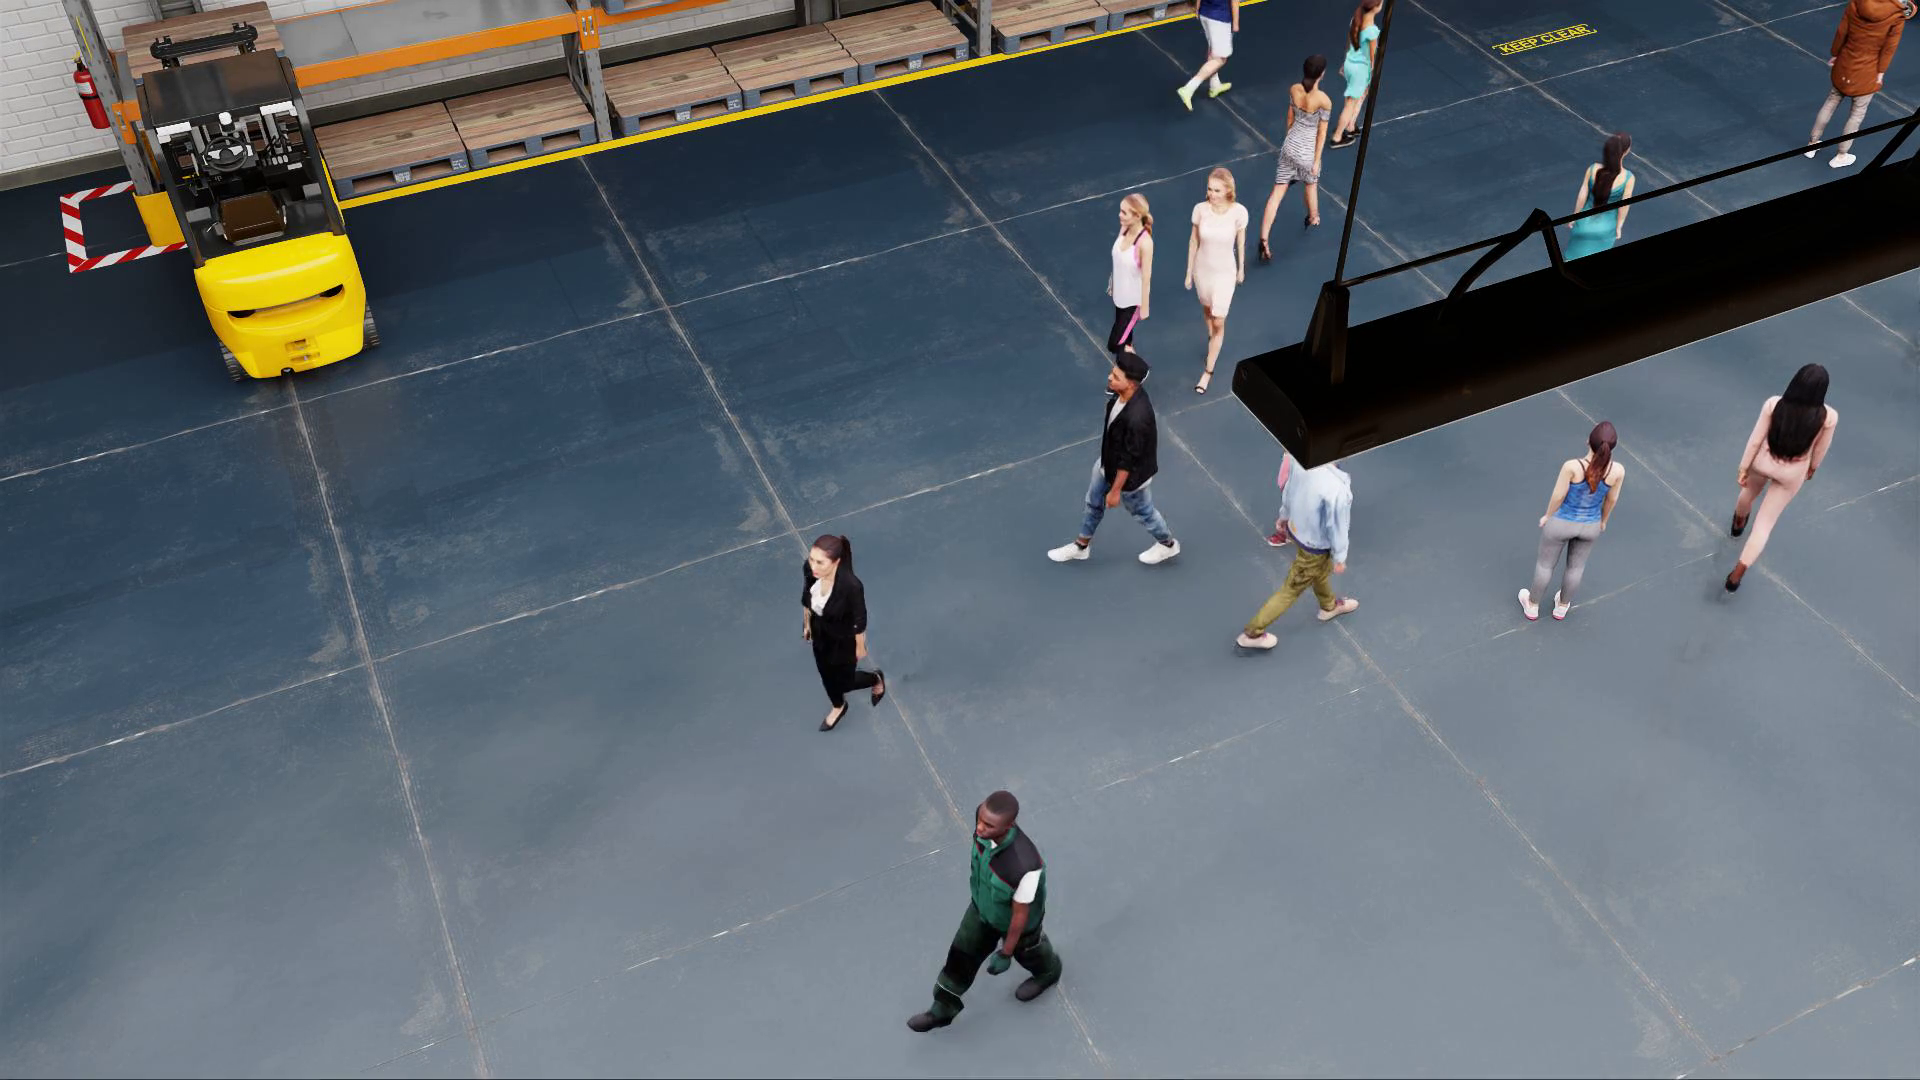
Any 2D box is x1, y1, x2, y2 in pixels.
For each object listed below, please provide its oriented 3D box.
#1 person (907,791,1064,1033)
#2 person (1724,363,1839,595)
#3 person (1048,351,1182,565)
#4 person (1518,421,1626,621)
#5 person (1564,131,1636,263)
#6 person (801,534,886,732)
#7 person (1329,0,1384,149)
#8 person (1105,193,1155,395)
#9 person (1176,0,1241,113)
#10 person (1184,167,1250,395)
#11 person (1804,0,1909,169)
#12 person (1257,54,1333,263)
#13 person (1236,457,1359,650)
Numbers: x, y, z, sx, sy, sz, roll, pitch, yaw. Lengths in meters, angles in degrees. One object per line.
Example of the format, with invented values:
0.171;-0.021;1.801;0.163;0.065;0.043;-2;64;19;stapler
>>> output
0.321;1.875;8.571;1.201;1.784;0.813;-25;49;-24;person
5.397;-0.385;11.020;1.037;1.679;1.249;23;48;23;person
1.198;-0.485;11.059;1.242;1.769;0.924;-6;44;-6;person
3.980;-0.117;10.789;0.617;1.609;0.717;3;44;3;person
5.044;-2.479;13.209;0.622;1.692;0.647;22;48;21;person
-0.691;0.528;10.084;0.748;1.648;0.838;30;51;28;person
3.580;-4.279;15.204;0.624;1.546;0.554;-15;46;-15;person
1.355;-1.815;12.452;0.649;1.773;0.651;-14;45;-14;person
2.376;-4.916;15.674;1.113;1.819;0.776;-28;50;-26;person
1.966;-2.081;12.715;0.996;1.796;1.060;13;45;13;person
8.086;-4.249;14.960;0.742;1.838;0.753;-26;50;-25;person
2.763;-3.130;13.839;0.886;1.764;1.209;33;53;30;person
2.148;0.023;10.528;1.198;1.766;0.794;-12;45;-13;person
